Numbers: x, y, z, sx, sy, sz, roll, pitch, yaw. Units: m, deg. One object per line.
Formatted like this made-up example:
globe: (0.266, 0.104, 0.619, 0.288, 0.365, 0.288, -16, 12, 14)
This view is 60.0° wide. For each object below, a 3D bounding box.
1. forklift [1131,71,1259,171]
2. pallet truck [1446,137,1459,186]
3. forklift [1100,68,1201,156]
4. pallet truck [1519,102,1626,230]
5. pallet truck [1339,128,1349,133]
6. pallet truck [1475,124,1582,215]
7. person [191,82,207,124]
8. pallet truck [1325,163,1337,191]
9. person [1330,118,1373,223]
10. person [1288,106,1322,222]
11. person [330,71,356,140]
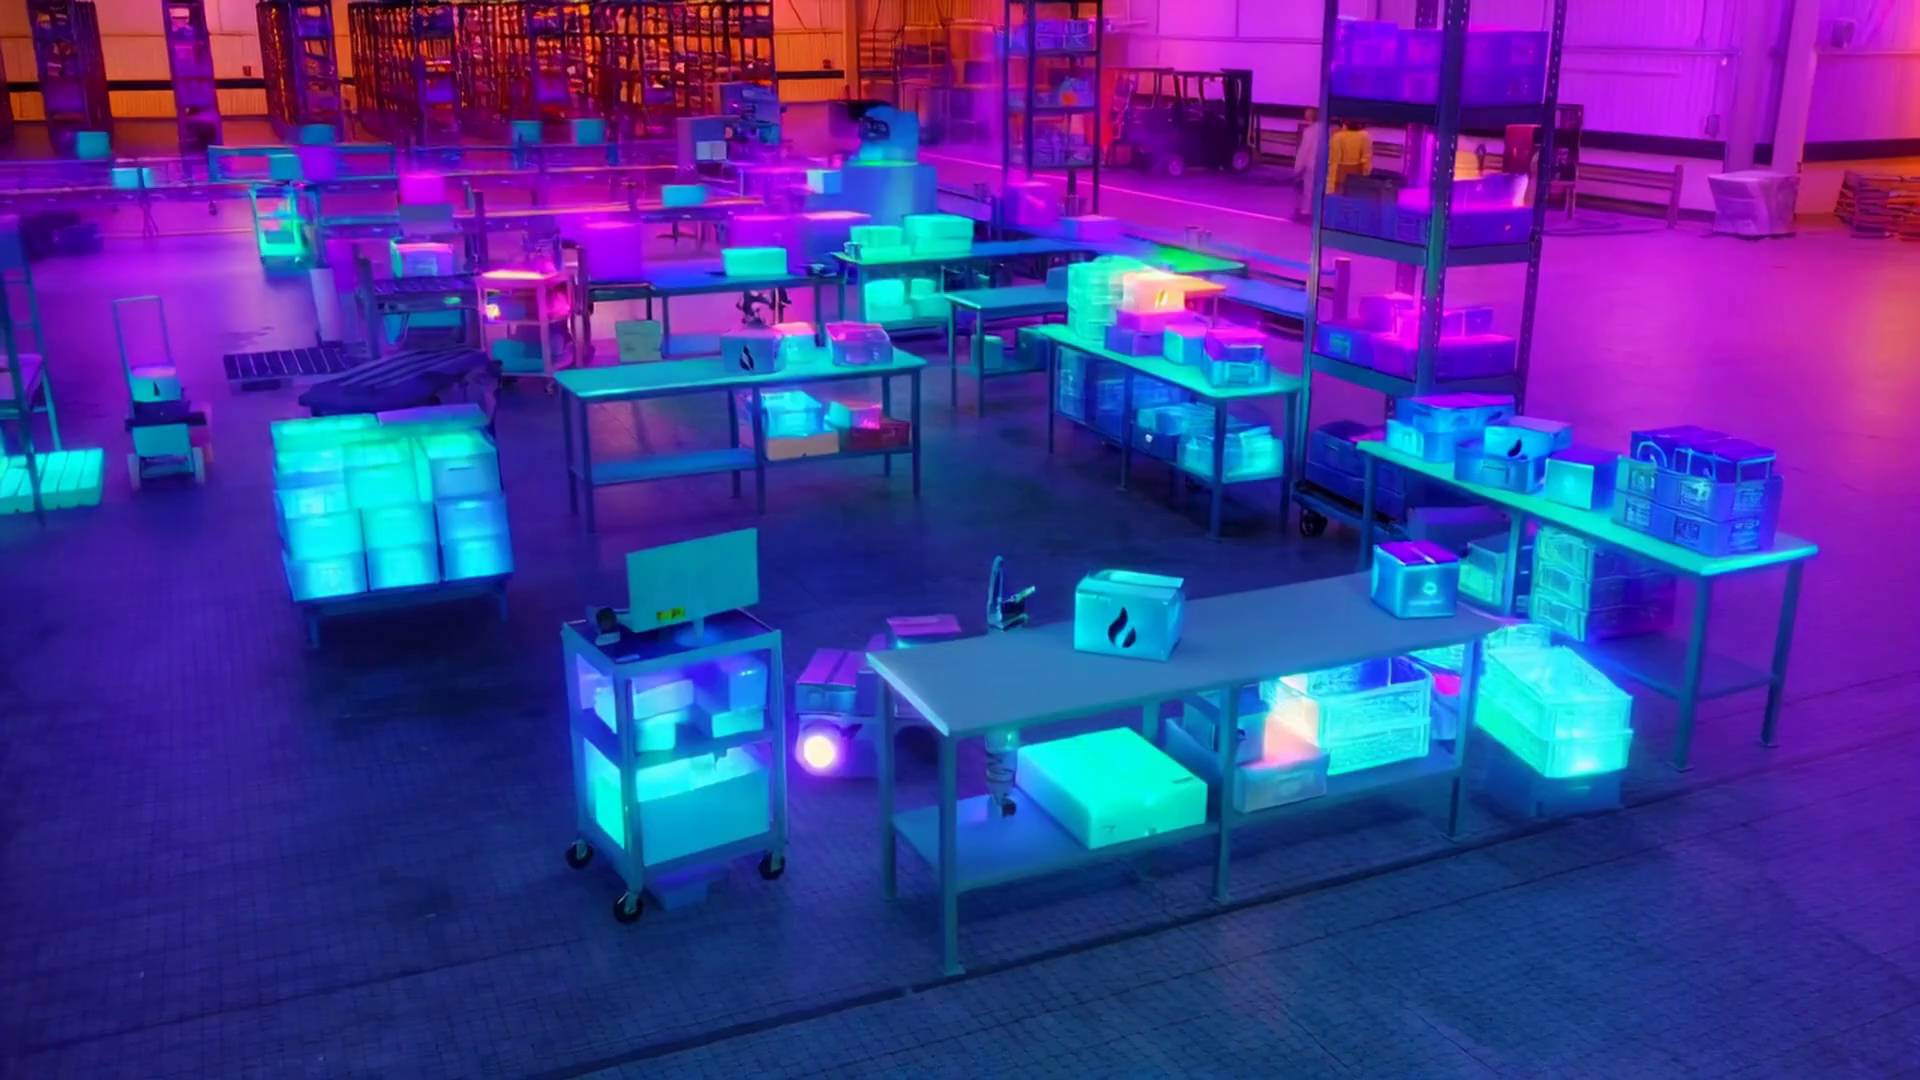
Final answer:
forklift: (4.998, -8.936, 35.413, 2.680, 1.987, 1.157, -9, 20, -25)
pallet truck: (9.184, -6.485, 29.328, 1.630, 1.274, 0.653, -8, 19, -23)
forklift: (4.082, -9.564, 37.410, 2.680, 1.987, 1.157, -8, 19, -23)
pallet truck: (9.972, -6.037, 26.785, 1.885, 1.965, 0.823, -9, 20, -25)
pallet truck: (7.845, -7.140, 31.411, 1.522, 1.261, 0.704, -9, 20, -25)
pallet truck: (9.707, -6.455, 28.103, 1.885, 1.965, 0.823, -7, 19, -20)
person: (-19.444, -10.886, 42.389, 0.956, 1.804, 0.588, -4, 18, -14)
pallet truck: (7.723, -7.504, 32.656, 1.601, 1.201, 0.680, -8, 19, -23)
person: (5.744, -5.328, 24.479, 0.608, 2.044, 0.371, 4, 18, 11)
person: (5.719, -6.212, 27.528, 0.833, 1.874, 0.673, 12, 21, 33)
person: (-16.741, -11.787, 45.164, 0.589, 1.834, 0.403, -6, 19, -18)
